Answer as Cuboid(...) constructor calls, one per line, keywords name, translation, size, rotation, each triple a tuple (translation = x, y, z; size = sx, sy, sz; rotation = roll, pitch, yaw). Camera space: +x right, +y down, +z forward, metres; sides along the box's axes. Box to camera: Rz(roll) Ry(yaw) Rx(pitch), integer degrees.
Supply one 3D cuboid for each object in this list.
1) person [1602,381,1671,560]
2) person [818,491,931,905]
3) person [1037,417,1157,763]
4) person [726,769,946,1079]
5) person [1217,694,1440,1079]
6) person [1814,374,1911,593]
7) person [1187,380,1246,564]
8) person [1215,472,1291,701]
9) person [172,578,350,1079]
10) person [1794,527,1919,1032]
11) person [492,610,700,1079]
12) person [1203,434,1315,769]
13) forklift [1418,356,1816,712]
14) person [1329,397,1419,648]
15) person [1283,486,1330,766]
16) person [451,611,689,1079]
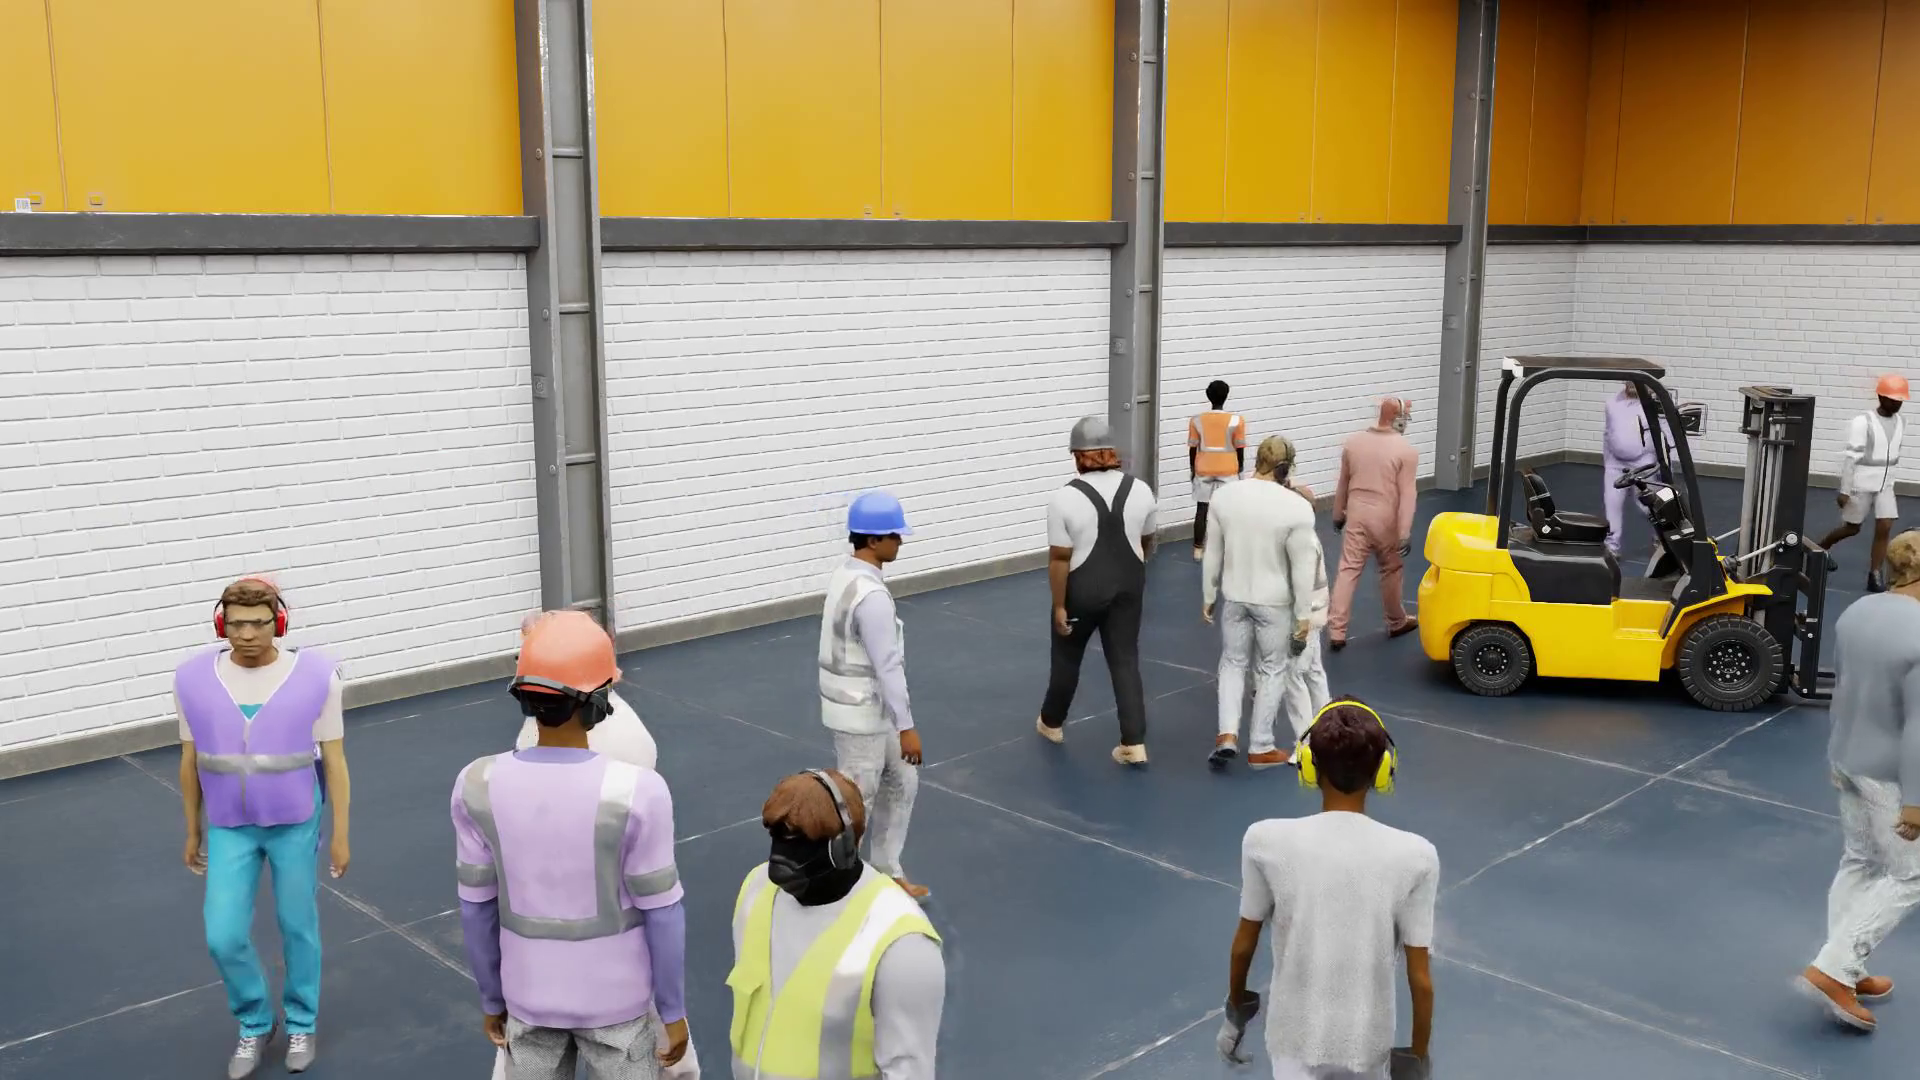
Cuboid(name="person", translation=(6.249, -0.721, 15.335), size=(0.851, 1.880, 0.652), rotation=(-9, 14, -41))
Cuboid(name="person", translation=(-0.337, 0.746, 7.204), size=(0.688, 1.924, 0.625), rotation=(-2, 11, -9))
Cuboid(name="person", translation=(0.790, 0.246, 9.602), size=(0.688, 2.000, 0.987), rotation=(-3, 11, -18))
Cuboid(name="person", translation=(-0.286, 1.402, 3.975), size=(0.639, 1.801, 0.944), rotation=(9, 13, 39))
Cuboid(name="person", translation=(0.953, 1.298, 4.420), size=(0.531, 1.832, 0.879), rotation=(1, 10, 6))
Cuboid(name="person", translation=(7.674, -0.505, 14.173), size=(0.556, 1.886, 0.866), rotation=(-2, 11, -9))
Cuboid(name="person", translation=(2.352, -0.624, 15.292), size=(0.533, 1.700, 0.336), rotation=(4, 11, 19))
Cuboid(name="person", translation=(1.899, 0.275, 10.615), size=(0.539, 1.606, 0.456), rotation=(-4, 11, -22))
Cuboid(name="person", translation=(-2.463, 1.031, 5.901), size=(0.586, 1.826, 0.525), rotation=(-2, 11, -11))
Cuboid(name="person", translation=(3.503, 0.897, 6.425), size=(0.565, 1.908, 0.657), rotation=(-1, 10, -4))
Cuboid(name="person", translation=(-1.224, 1.138, 5.235), size=(0.656, 1.852, 0.992), rotation=(10, 14, 43))
Cuboid(name="person", translation=(1.631, 0.367, 9.321), size=(0.661, 1.906, 0.571), rotation=(8, 13, 36))
Cuboid(name="forklift", translation=(4.276, -0.101, 11.076), size=(2.313, 2.155, 1.214), rotation=(2, 11, 13))
Cuboid(name="person", translation=(3.048, -0.133, 12.221), size=(1.022, 1.838, 0.772), rotation=(-9, 14, -41))
Cuboid(name="person", translation=(1.979, 0.476, 9.534), size=(0.410, 1.609, 0.566), rotation=(1, 10, 5))
Cuboid(name="person", translation=(-1.012, 1.194, 4.429), size=(0.608, 2.044, 0.370), rotation=(2, 11, 9))
